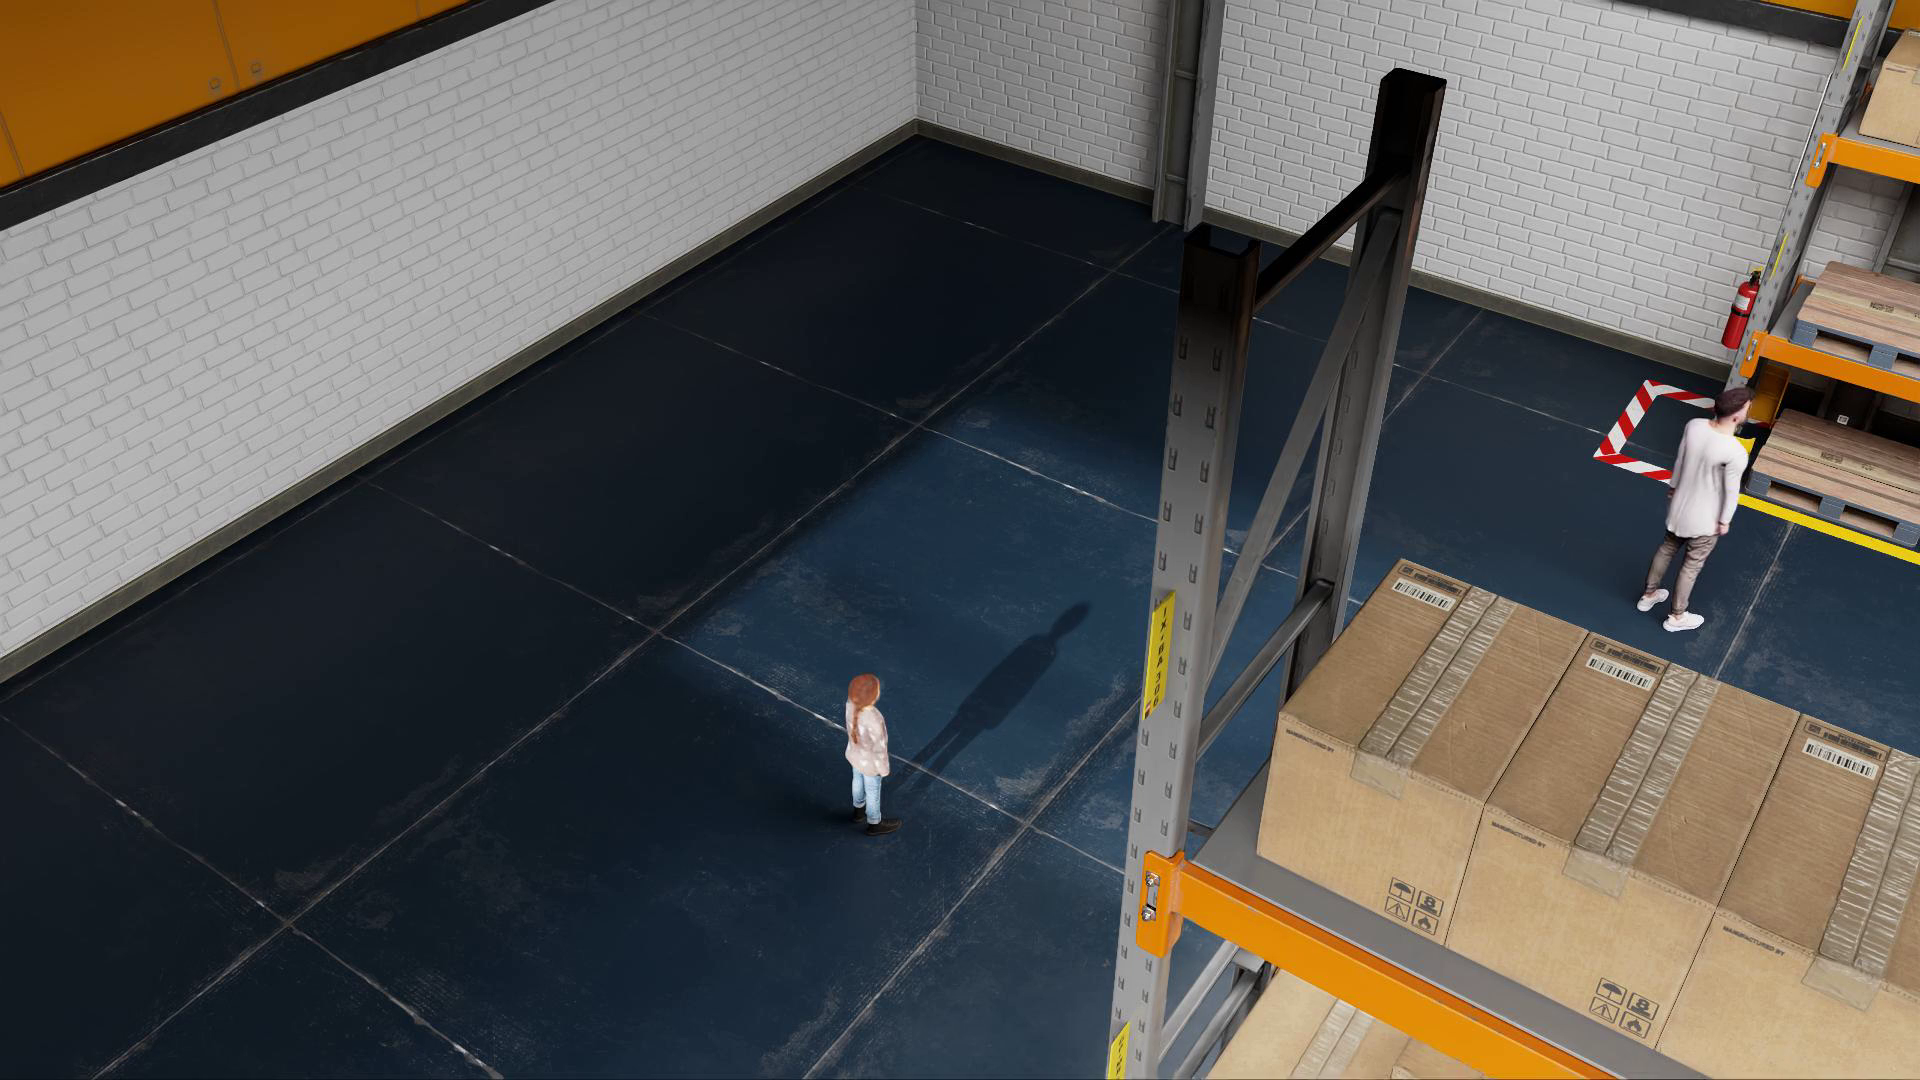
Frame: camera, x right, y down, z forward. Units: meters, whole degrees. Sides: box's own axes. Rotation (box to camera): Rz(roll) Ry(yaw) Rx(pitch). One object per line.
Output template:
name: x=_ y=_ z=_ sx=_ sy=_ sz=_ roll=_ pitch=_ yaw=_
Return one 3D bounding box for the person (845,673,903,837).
person: x=-0.536 y=1.222 z=9.547 sx=0.603 sy=1.195 sz=0.485 roll=-24 pitch=45 yaw=-27

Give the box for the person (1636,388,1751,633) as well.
person: x=4.806 y=-0.217 z=10.831 sx=0.814 sy=1.840 sz=0.701 roll=-14 pitch=41 yaw=-17
